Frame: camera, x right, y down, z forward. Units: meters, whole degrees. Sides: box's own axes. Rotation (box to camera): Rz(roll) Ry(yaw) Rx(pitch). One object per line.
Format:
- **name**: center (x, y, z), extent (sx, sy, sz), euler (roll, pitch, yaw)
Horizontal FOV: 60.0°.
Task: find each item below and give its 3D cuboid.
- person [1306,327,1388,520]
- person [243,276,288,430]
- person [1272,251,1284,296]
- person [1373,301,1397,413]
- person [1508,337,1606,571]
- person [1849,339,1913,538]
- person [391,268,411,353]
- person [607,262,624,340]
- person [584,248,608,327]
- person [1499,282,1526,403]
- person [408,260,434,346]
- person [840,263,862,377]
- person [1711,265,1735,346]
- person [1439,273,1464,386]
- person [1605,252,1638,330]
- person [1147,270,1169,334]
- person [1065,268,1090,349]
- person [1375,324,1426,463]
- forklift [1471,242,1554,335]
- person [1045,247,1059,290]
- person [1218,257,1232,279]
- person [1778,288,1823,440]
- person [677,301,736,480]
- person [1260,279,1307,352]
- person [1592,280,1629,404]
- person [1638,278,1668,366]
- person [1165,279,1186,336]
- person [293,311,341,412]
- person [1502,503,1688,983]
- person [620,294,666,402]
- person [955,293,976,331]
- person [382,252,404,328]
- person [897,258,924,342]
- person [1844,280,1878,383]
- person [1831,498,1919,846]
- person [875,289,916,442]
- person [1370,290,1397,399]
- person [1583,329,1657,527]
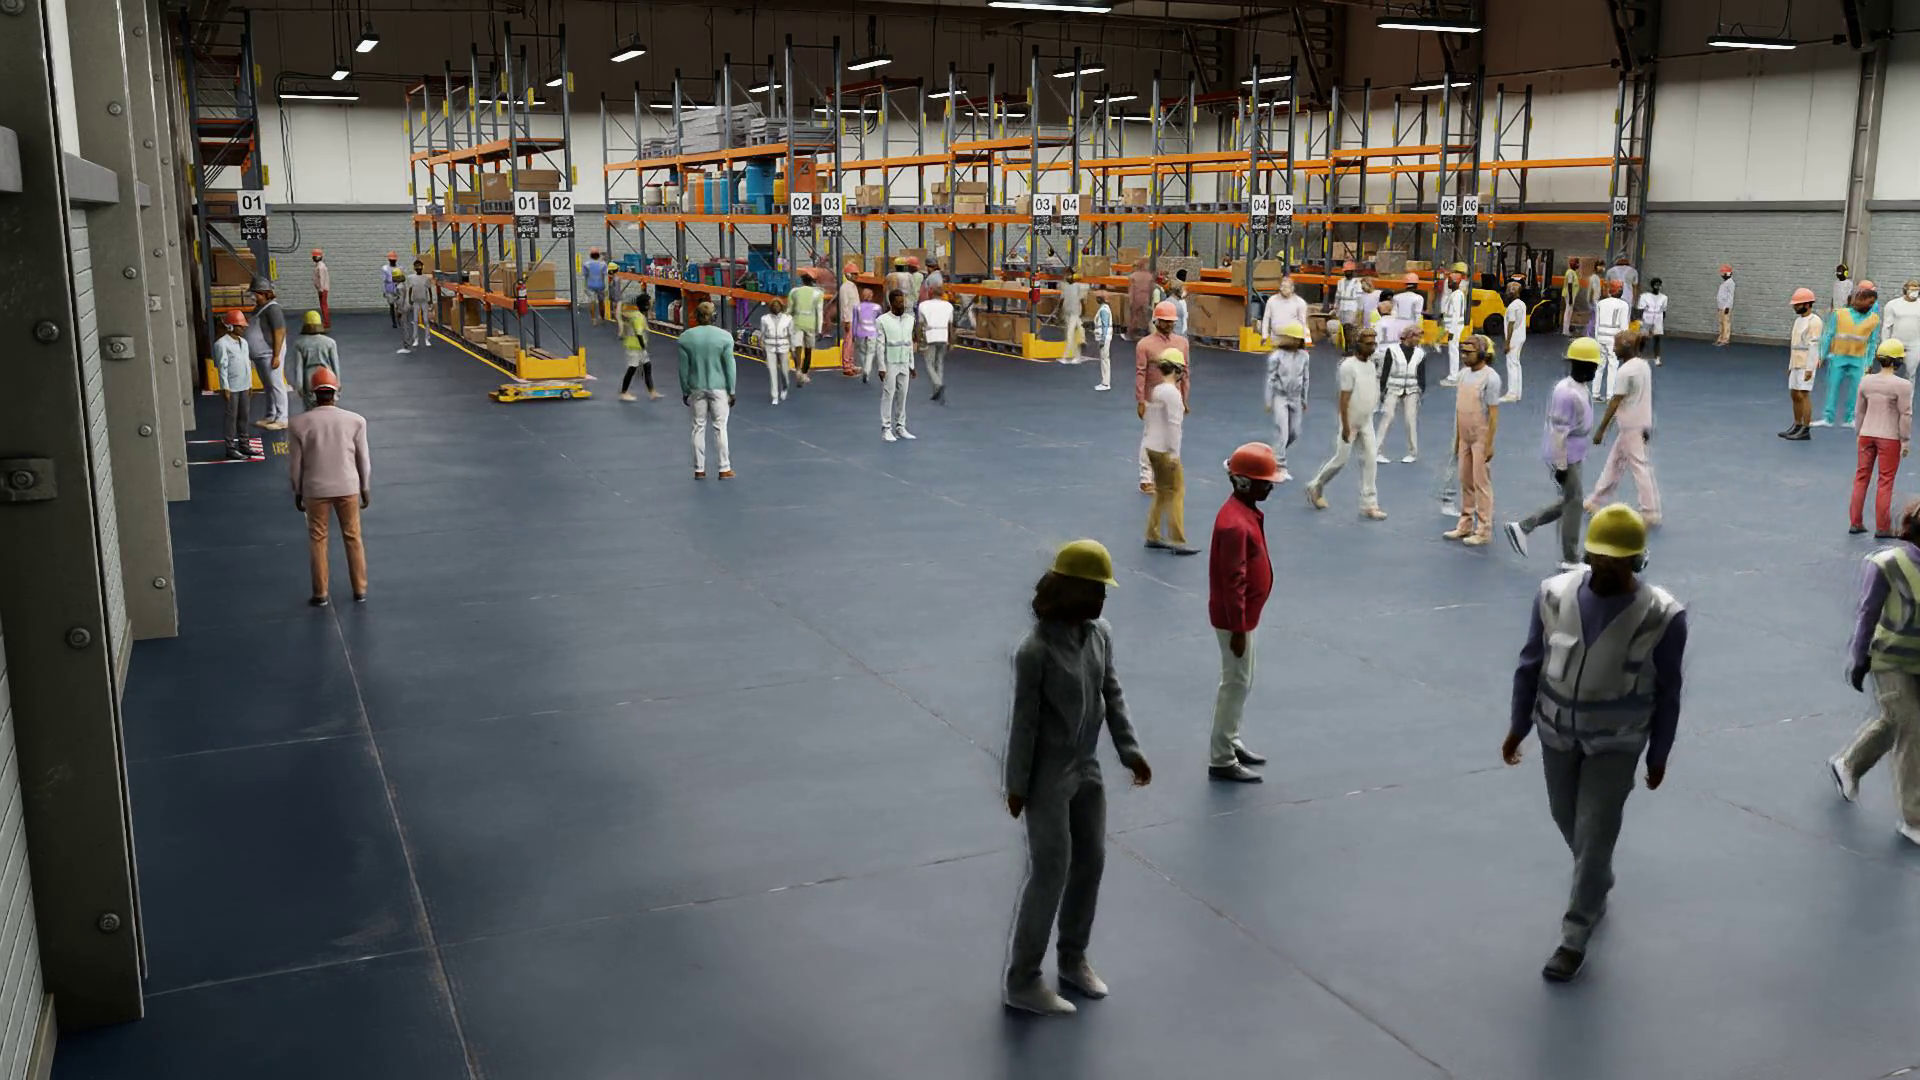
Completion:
- **person**: center (3.716, -1.125, 15.848), extent (0.518, 1.817, 0.861), euler (-8, 13, -34)
- **person**: center (-9.288, -2.496, 22.217), extent (0.535, 2.000, 0.684), euler (-9, 14, -39)
- **person**: center (8.911, -7.139, 46.388), extent (0.602, 1.820, 0.403), euler (10, 15, 41)
- **person**: center (6.104, -2.642, 24.044), extent (0.528, 1.625, 0.389), euler (-9, 14, -39)
- **person**: center (4.835, -0.689, 13.386), extent (0.669, 1.905, 0.585), euler (7, 13, 31)
- **person**: center (8.211, -0.902, 14.808), extent (0.309, 1.772, 0.525), euler (-5, 12, -25)
- **person**: center (-11.557, -4.732, 34.355), extent (0.311, 1.736, 0.483), euler (-2, 11, -12)
- **person**: center (-7.849, -5.429, 37.851), extent (0.340, 1.757, 0.518), euler (-4, 12, -19)
- **person**: center (-9.255, -6.422, 42.344), extent (0.609, 1.985, 1.061), euler (-2, 11, -10)
- **person**: center (8.444, -3.015, 25.388), extent (0.341, 1.839, 0.511), euler (7, 13, 33)
- **person**: center (-11.695, -5.136, 36.065), extent (0.519, 1.874, 0.331), euler (-3, 11, -14)
- **person**: center (-1.925, -3.878, 29.349), extent (0.375, 1.997, 0.612), euler (2, 11, 12)
- **person**: center (16.612, -5.092, 36.160), extent (0.333, 1.745, 0.559), euler (1, 11, 6)
- **person**: center (8.239, -3.516, 27.804), extent (0.353, 1.883, 0.578), euler (3, 12, 16)
- **person**: center (14.619, -5.363, 36.786), extent (0.681, 2.000, 0.535), euler (6, 12, 26)
- **person**: center (3.633, -4.040, 30.608), extent (0.384, 1.833, 0.560), euler (3, 11, 14)
- **person**: center (2.459, -4.907, 35.308), extent (0.577, 1.702, 0.886), euler (-4, 12, -18)
- **person**: center (5.087, -1.689, 19.242), extent (0.578, 1.601, 0.338), euler (-2, 11, -8)
- **forklift**: center (13.047, -6.049, 39.881), extent (2.313, 2.155, 1.214), euler (-5, 12, -23)
- **person**: center (2.709, -7.748, 49.339), extent (0.519, 1.873, 0.335), euler (-10, 15, -42)
- **person**: center (7.611, -7.278, 47.555), extent (0.507, 1.632, 0.281), euler (1, 11, 6)
- **person**: center (10.710, -2.235, 21.193), extent (0.384, 1.926, 0.550), euler (0, 11, 2)
- **person**: center (-2.715, -1.605, 17.955), extent (0.627, 1.938, 0.373), euler (1, 11, 6)
- **person**: center (5.089, -3.184, 26.218), extent (0.647, 1.848, 1.028), euler (7, 13, 30)
- **person**: center (9.849, -2.994, 25.184), extent (0.355, 1.876, 0.574), euler (-6, 13, -27)
- **person**: center (13.177, -4.170, 31.701), extent (0.532, 1.656, 0.872), euler (2, 11, 10)
- **person**: center (3.089, -2.822, 24.181), extent (0.382, 1.929, 0.623), euler (-1, 11, -3)
- **person**: center (-7.651, -1.865, 19.844), extent (0.493, 1.718, 0.741), euler (-3, 12, -15)
- **person**: center (2.477, 0.724, 6.474), extent (0.590, 1.802, 0.883), euler (10, 15, 41)
- **person**: center (-4.851, -2.926, 25.376), extent (0.780, 1.642, 0.572), euler (0, 11, -3)
- **person**: center (0.123, -6.001, 40.559), extent (0.955, 1.843, 0.584), euler (9, 14, 39)
- **person**: center (-14.111, -6.218, 41.475), extent (0.553, 1.907, 0.816), euler (-4, 12, -21)
- **person**: center (-1.052, -5.073, 35.622), extent (0.590, 1.919, 0.396), euler (-3, 11, -13)
- **person**: center (15.183, -3.483, 27.970), extent (0.339, 1.748, 0.564), euler (2, 11, 8)
- **person**: center (4.419, 0.563, 7.804), extent (0.517, 1.604, 0.823), euler (-2, 11, -9)
- **person**: center (-0.817, -2.216, 21.106), extent (0.595, 1.918, 0.386), euler (-11, 15, -43)
- **person**: center (6.570, -3.033, 25.816), extent (0.540, 1.696, 0.317), euler (-7, 13, -33)
- **person**: center (6.096, -1.043, 15.436), extent (0.943, 1.795, 0.550), euler (10, 15, 40)
